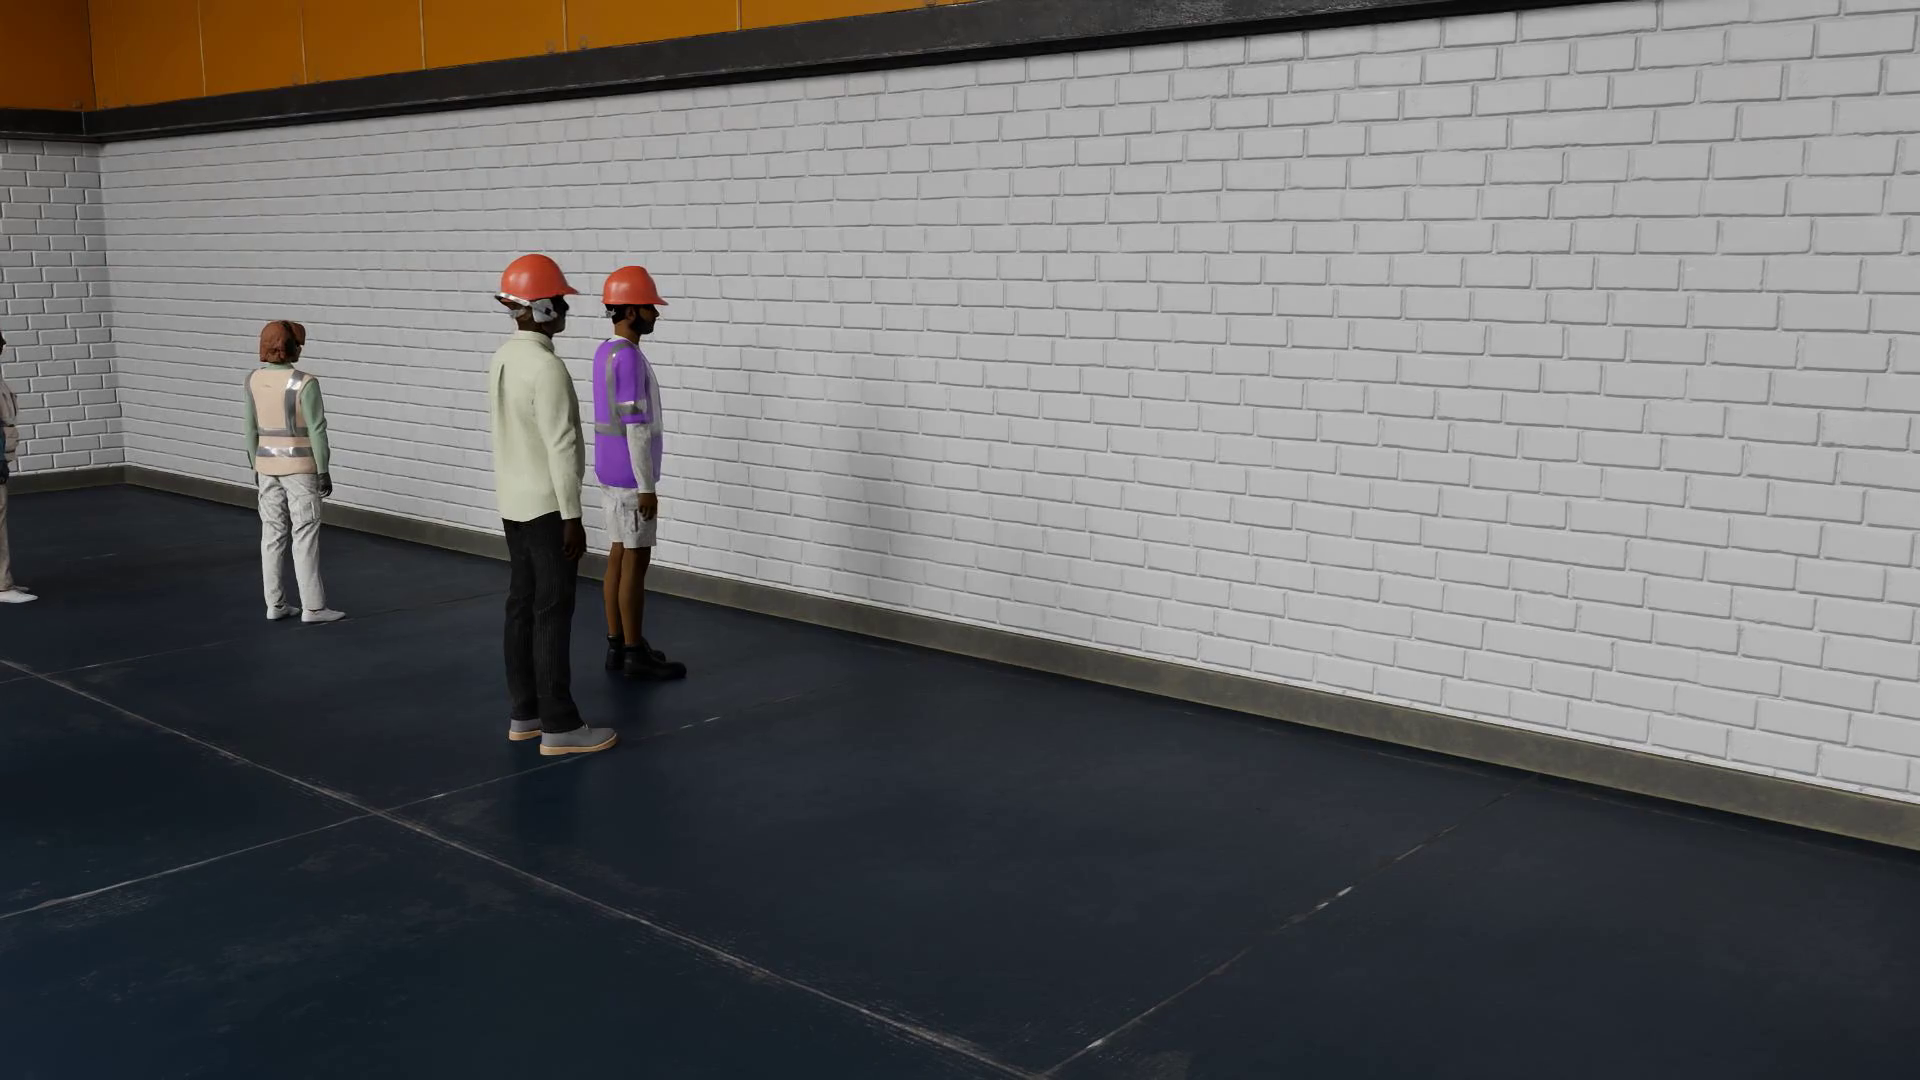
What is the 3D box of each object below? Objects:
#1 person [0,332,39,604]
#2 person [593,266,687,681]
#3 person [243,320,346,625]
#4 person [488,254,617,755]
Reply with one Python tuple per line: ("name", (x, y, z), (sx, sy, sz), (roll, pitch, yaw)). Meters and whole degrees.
("person", (-5.536, -0.455, 9.511), (0.310, 1.642, 0.514), (-7, 12, -35))
("person", (-1.529, -0.308, 7.827), (0.359, 1.939, 0.542), (-5, 11, -26))
("person", (-3.608, -0.358, 8.958), (0.523, 1.639, 0.306), (4, 11, 21))
("person", (-1.672, -0.137, 6.687), (0.375, 1.997, 0.611), (-8, 13, -38))
